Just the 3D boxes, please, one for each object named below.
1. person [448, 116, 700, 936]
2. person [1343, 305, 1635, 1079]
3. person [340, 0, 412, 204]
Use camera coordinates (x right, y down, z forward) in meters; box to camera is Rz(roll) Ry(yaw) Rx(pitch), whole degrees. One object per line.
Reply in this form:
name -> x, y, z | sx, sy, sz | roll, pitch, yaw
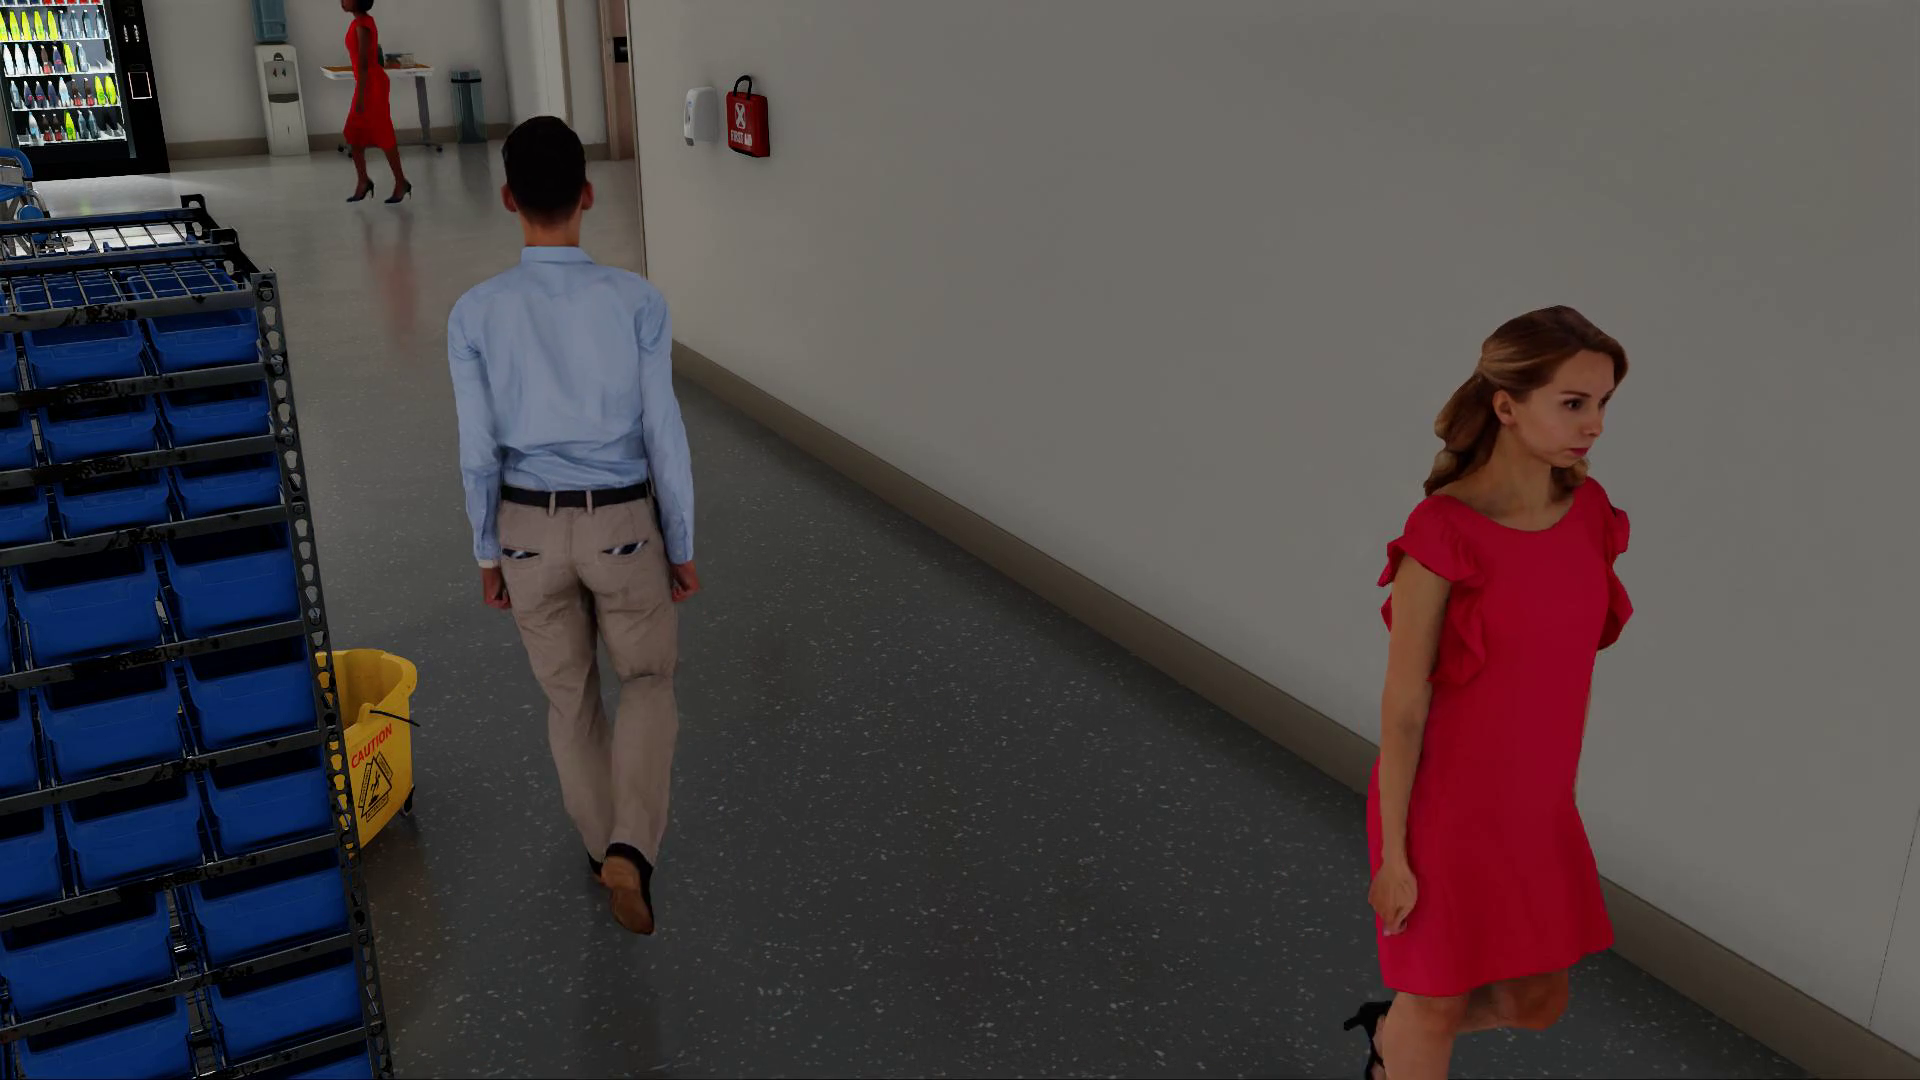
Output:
person -> -0.824, 0.037, 3.655 | 1.019, 1.825, 0.909 | -4, 21, -11
person -> 0.810, 0.423, 2.788 | 0.736, 1.717, 0.717 | -7, 22, -19
person -> -4.597, -3.543, 13.248 | 0.730, 1.723, 0.618 | -11, 23, -26
